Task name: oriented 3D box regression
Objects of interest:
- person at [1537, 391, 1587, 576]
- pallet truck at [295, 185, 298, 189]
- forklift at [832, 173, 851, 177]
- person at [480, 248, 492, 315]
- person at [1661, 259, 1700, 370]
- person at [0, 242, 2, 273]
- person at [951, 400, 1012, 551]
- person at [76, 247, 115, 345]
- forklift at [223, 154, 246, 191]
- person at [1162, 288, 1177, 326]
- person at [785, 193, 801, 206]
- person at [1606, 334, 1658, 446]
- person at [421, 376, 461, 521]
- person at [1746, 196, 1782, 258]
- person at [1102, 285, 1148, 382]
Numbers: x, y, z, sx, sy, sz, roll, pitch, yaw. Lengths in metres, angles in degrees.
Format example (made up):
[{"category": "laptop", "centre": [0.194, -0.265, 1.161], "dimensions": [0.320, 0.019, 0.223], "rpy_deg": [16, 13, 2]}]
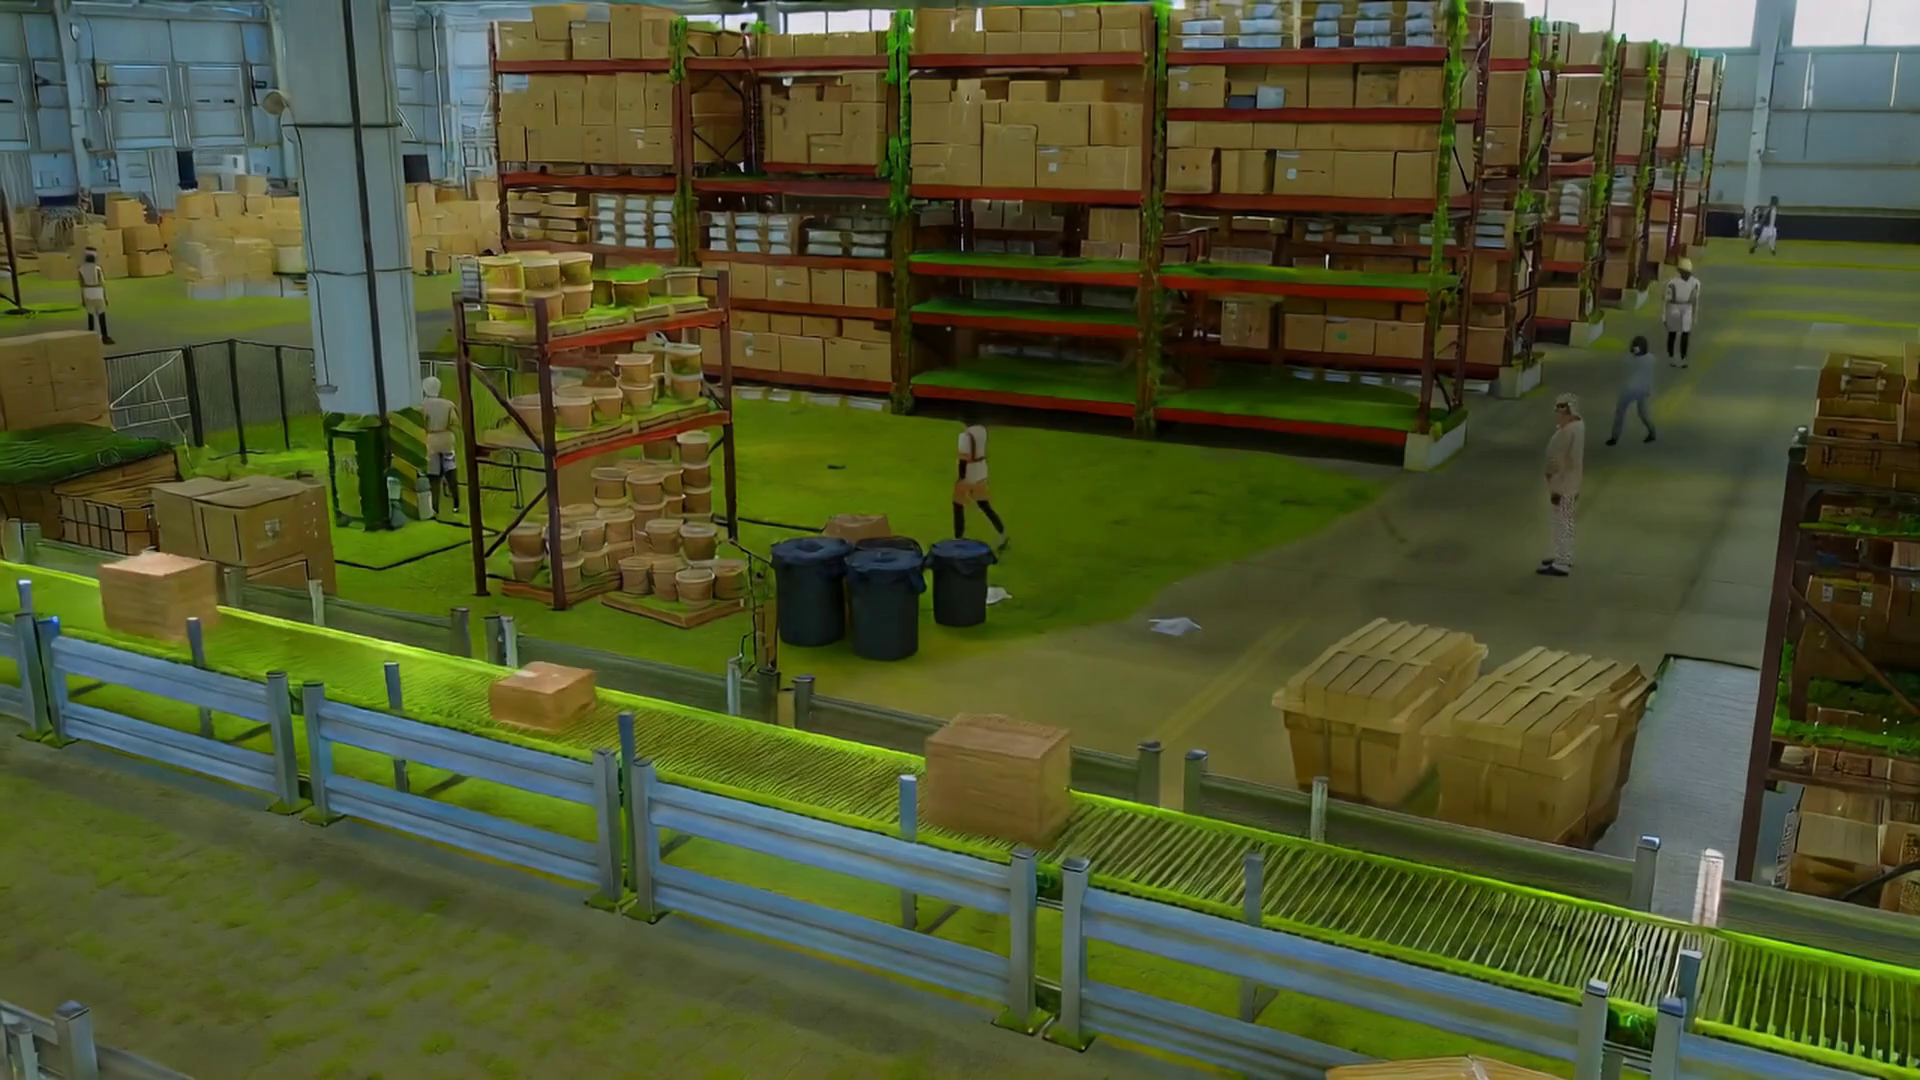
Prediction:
[{"category": "person", "centre": [6.204, -0.586, 17.168], "dimensions": [0.401, 1.906, 0.650], "rpy_deg": [8, 17, 27]}, {"category": "pallet truck", "centre": [-26.804, -14.617, 69.738], "dimensions": [1.885, 1.965, 0.823], "rpy_deg": [-14, 20, -42]}, {"category": "forklift", "centre": [-4.317, -12.754, 61.044], "dimensions": [1.873, 2.768, 1.129], "rpy_deg": [8, 17, 28]}, {"category": "person", "centre": [-9.200, -4.740, 32.676], "dimensions": [0.374, 1.963, 0.607], "rpy_deg": [0, 15, -1]}, {"category": "person", "centre": [13.104, -4.112, 30.278], "dimensions": [0.627, 1.983, 1.066], "rpy_deg": [3, 15, 12]}, {"category": "person", "centre": [-27.333, -8.457, 46.874], "dimensions": [0.514, 1.845, 0.338], "rpy_deg": [-6, 16, -20]}, {"category": "person", "centre": [0.185, -0.689, 17.986], "dimensions": [0.783, 1.670, 0.533], "rpy_deg": [11, 18, 35]}, {"category": "person", "centre": [-17.243, -4.855, 33.157], "dimensions": [0.552, 1.935, 0.360], "rpy_deg": [-1, 15, -2]}, {"category": "forklift", "centre": [-26.376, -12.683, 60.780], "dimensions": [1.129, 2.768, 1.873], "rpy_deg": [10, 18, 34]}, {"category": "person", "centre": [4.255, -5.243, 34.666], "dimensions": [0.636, 1.924, 0.634], "rpy_deg": [12, 19, 39]}, {"category": "person", "centre": [-5.586, -10.858, 55.777], "dimensions": [0.619, 1.904, 0.538], "rpy_deg": [3, 15, 12]}, {"category": "person", "centre": [9.614, -2.132, 23.560], "dimensions": [0.738, 1.603, 0.500], "rpy_deg": [-10, 18, -32]}, {"category": "person", "centre": [-6.088, -1.069, 19.395], "dimensions": [0.535, 1.691, 0.322], "rpy_deg": [-11, 19, -36]}, {"category": "person", "centre": [24.932, -9.681, 51.413], "dimensions": [0.975, 1.881, 0.584], "rpy_deg": [5, 16, 20]}, {"category": "person", "centre": [2.847, -3.342, 27.611], "dimensions": [0.890, 1.868, 0.646], "rpy_deg": [2, 15, 6]}]
